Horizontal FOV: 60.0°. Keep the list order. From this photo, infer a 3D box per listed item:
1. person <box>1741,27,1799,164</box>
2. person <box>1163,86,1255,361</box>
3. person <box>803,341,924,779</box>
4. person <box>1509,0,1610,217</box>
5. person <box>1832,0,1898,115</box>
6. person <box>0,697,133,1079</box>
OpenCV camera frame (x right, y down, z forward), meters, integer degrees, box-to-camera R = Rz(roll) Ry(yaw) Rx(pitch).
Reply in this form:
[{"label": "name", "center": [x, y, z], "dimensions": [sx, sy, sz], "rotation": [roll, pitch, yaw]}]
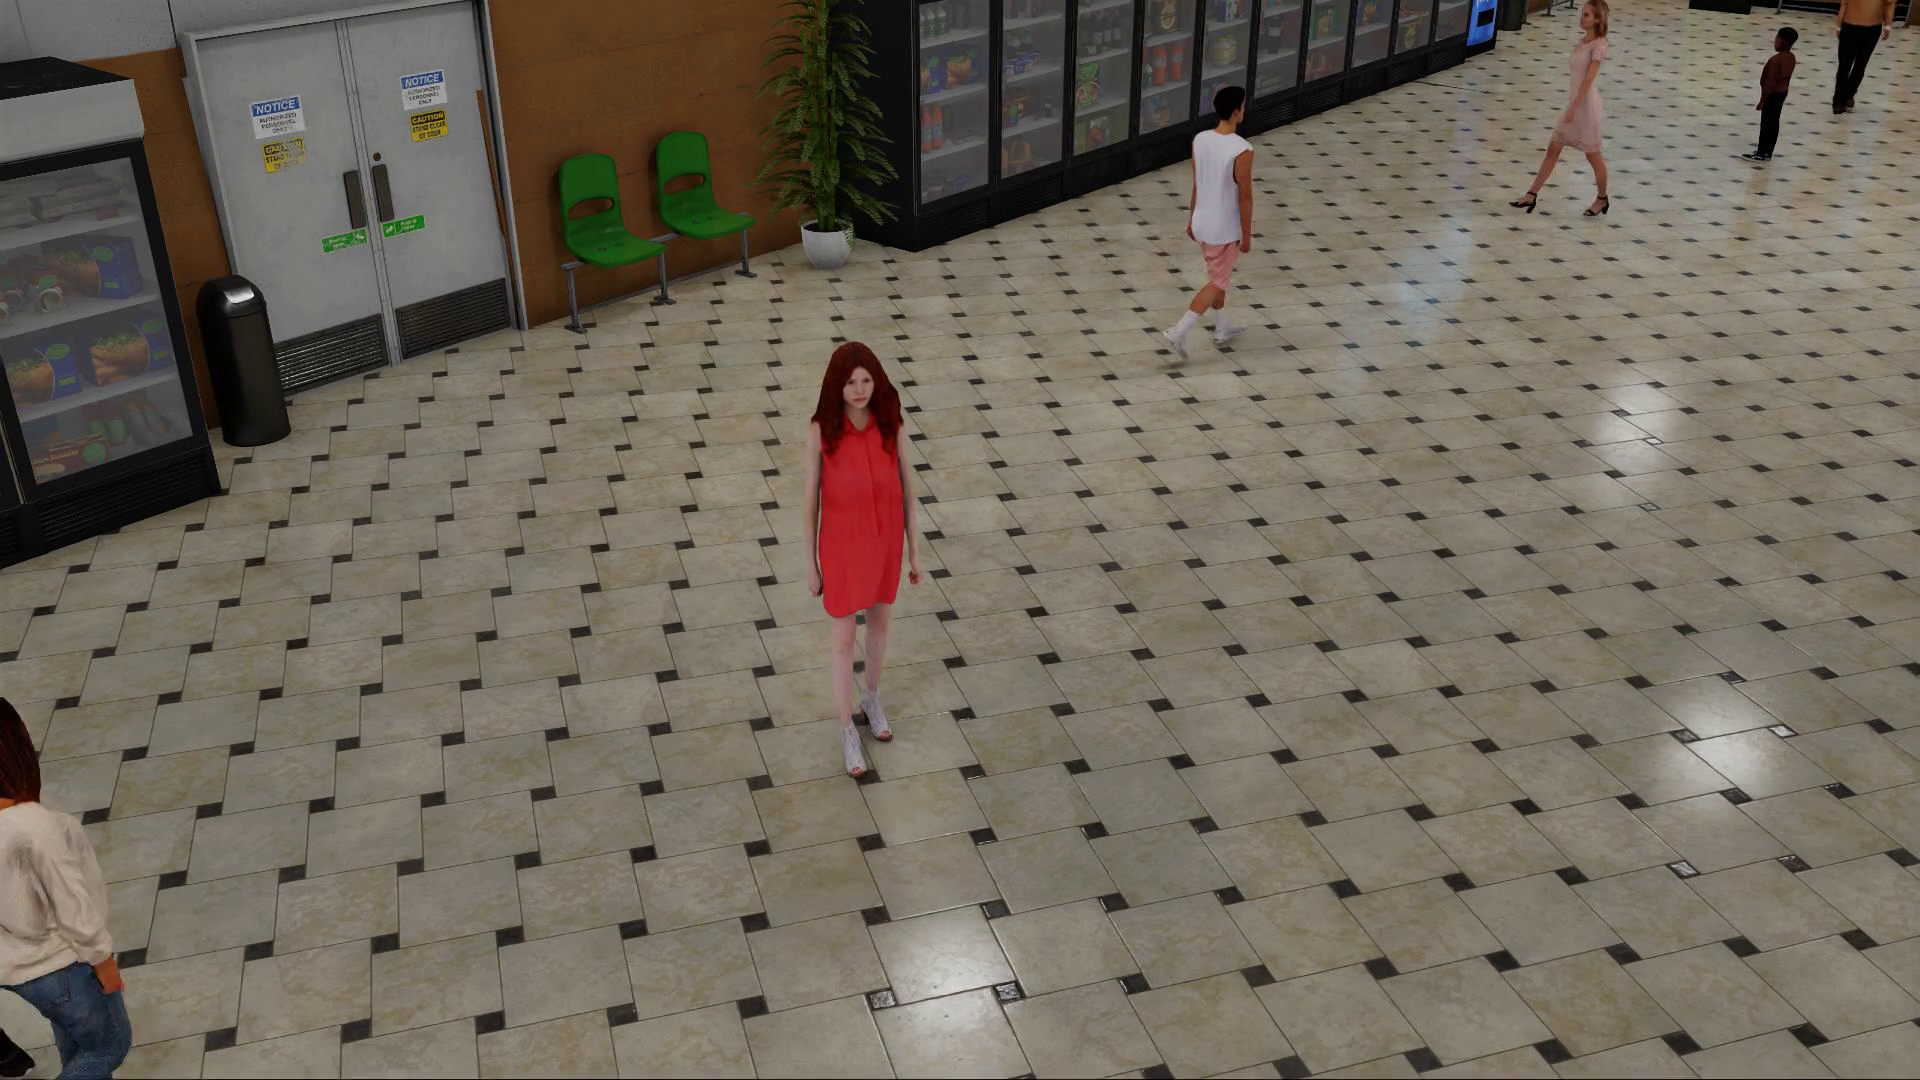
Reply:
[{"label": "person", "center": [7.755, -4.239, 15.832], "dimensions": [0.566, 1.256, 0.543], "rotation": [-18, 32, -31]}, {"label": "person", "center": [1.641, -2.056, 10.971], "dimensions": [0.864, 1.760, 1.093], "rotation": [-19, 32, -33]}, {"label": "person", "center": [-0.402, 0.058, 6.731], "dimensions": [0.763, 1.824, 0.824], "rotation": [-10, 29, -19]}, {"label": "person", "center": [5.299, -3.542, 13.882], "dimensions": [1.114, 1.777, 1.071], "rotation": [-3, 27, -7]}, {"label": "person", "center": [9.550, -5.394, 17.611], "dimensions": [1.207, 1.708, 1.009], "rotation": [9, 28, 17]}, {"label": "person", "center": [-2.617, 1.208, 4.639], "dimensions": [0.848, 1.665, 0.773], "rotation": [15, 30, 26]}]
